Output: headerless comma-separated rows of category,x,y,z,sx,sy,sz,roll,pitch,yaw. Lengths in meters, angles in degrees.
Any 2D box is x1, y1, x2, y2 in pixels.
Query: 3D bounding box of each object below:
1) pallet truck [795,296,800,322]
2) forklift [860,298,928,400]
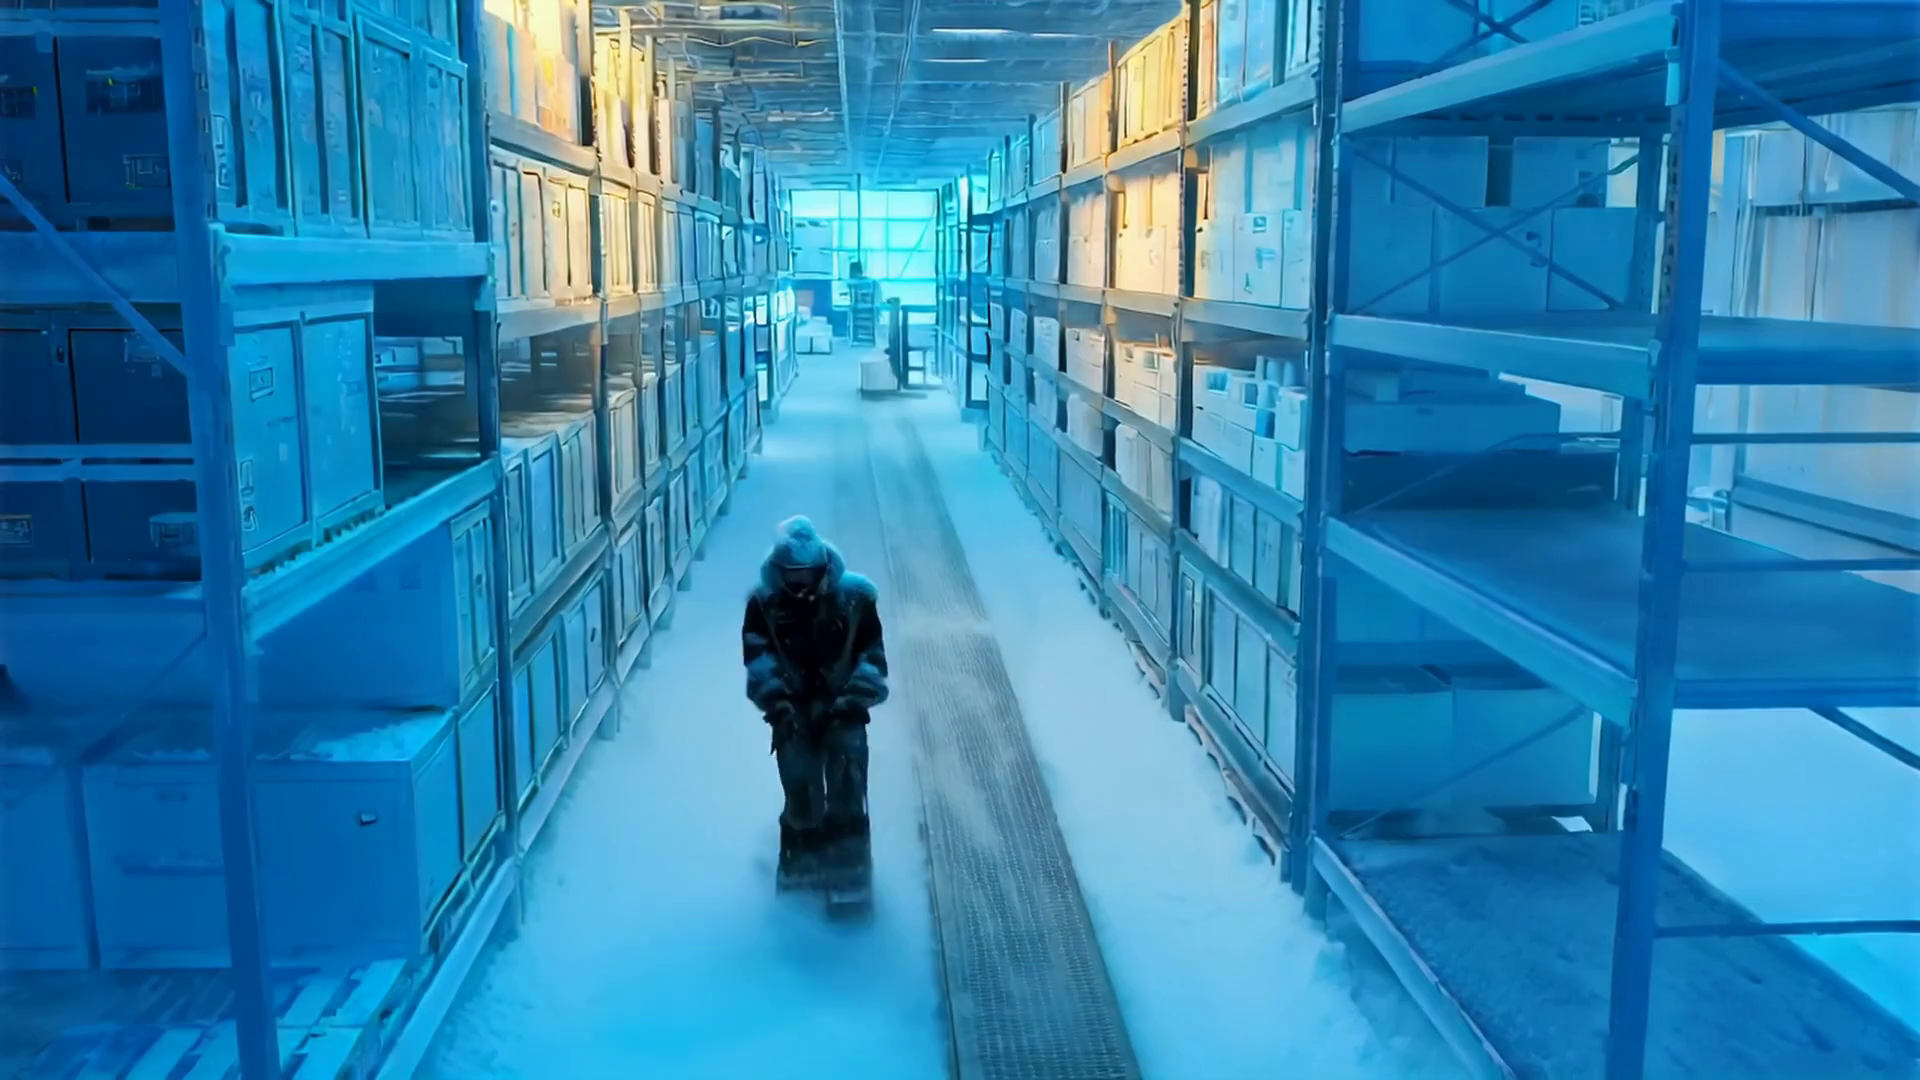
pallet truck,-8.622,-12.439,91.403,1.885,1.965,0.823,2,10,13
forklift,-1.852,-5.349,46.420,1.873,2.768,1.129,-1,10,-3
